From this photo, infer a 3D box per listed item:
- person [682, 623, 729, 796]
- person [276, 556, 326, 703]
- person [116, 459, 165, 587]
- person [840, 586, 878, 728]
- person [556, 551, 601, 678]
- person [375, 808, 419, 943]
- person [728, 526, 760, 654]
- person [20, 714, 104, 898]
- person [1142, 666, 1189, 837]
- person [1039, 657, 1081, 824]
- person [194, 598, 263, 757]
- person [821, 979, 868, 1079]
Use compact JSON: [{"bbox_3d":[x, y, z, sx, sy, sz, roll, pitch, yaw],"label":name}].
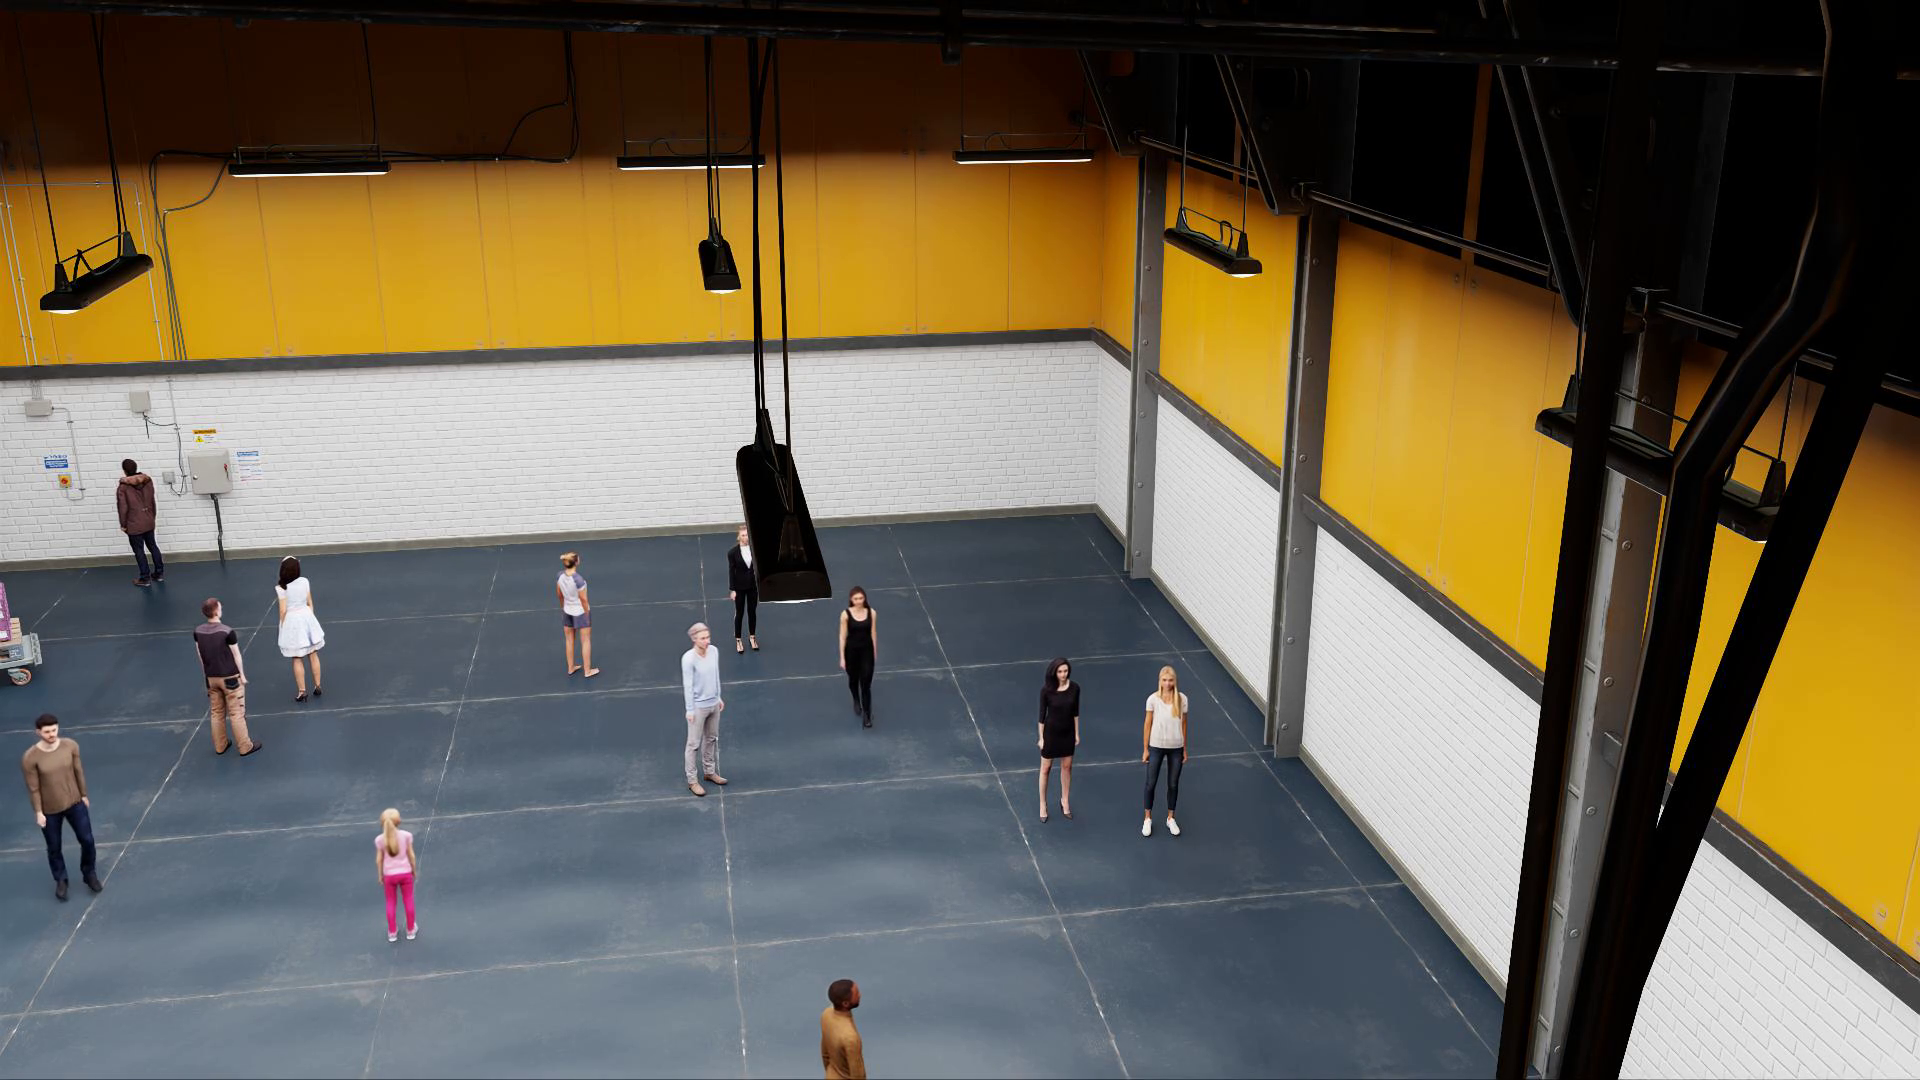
[{"bbox_3d":[-2.744,1.762,17.722,0.791,1.892,0.743,14,23,36],"label":"person"},{"bbox_3d":[-7.909,1.063,19.914,0.906,1.818,0.854,17,25,41],"label":"person"},{"bbox_3d":[-11.754,-0.265,23.818,0.932,1.845,0.836,9,21,25],"label":"person"},{"bbox_3d":[-1.196,1.326,19.420,0.610,1.636,1.107,-3,19,-10],"label":"person"},{"bbox_3d":[-4.774,0.911,20.669,0.676,1.625,0.710,8,20,24],"label":"person"},{"bbox_3d":[-5.079,3.010,14.994,0.500,1.268,0.496,-6,19,-16],"label":"person"},{"bbox_3d":[-2.750,0.624,21.396,0.668,1.705,0.621,-9,21,-26],"label":"person"},{"bbox_3d":[-8.479,2.467,15.651,0.780,1.878,0.813,-14,23,-36],"label":"person"},{"bbox_3d":[2.073,2.117,16.801,0.633,1.808,0.531,-1,19,-2],"label":"person"},{"bbox_3d":[1.014,2.030,17.063,0.590,1.806,0.503,-4,19,-13],"label":"person"},{"bbox_3d":[-8.222,1.515,18.535,0.762,1.841,0.731,4,19,12],"label":"person"},{"bbox_3d":[-0.800,3.859,11.616,0.778,1.816,0.621,-12,22,-31],"label":"person"}]
